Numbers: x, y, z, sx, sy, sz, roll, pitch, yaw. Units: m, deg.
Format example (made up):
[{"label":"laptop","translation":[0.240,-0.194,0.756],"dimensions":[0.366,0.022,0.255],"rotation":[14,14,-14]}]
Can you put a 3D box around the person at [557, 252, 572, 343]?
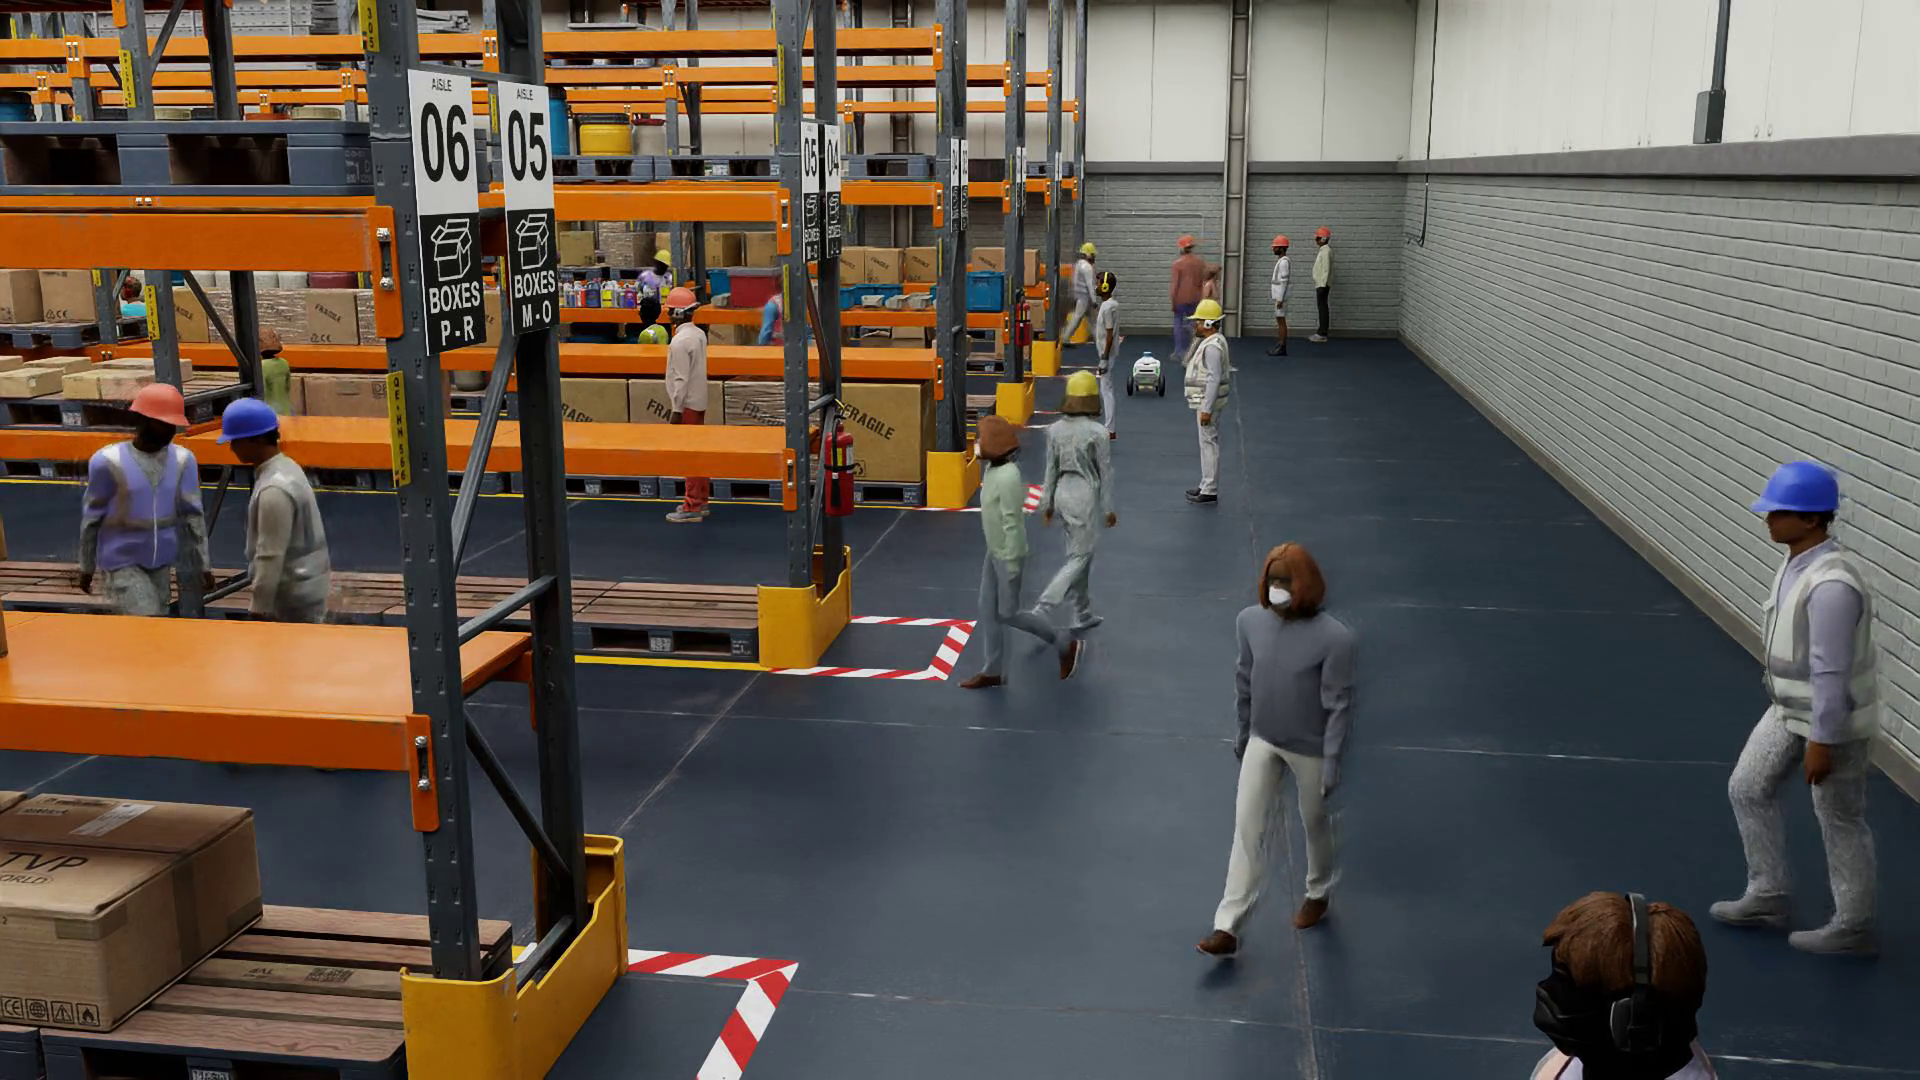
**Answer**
[{"label":"person","translation":[-6.762,-4.036,28.027],"dimensions":[0.488,1.618,0.555],"rotation":[-1,13,-3]}]

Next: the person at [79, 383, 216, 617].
[{"label":"person","translation":[-4.260,0.112,8.742],"dimensions":[0.809,1.871,0.561],"rotation":[8,15,33]}]

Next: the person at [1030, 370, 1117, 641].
[{"label":"person","translation":[0.689,-0.215,10.577],"dimensions":[0.759,1.715,0.478],"rotation":[-11,17,-41]}]

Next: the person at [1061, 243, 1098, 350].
[{"label":"person","translation":[2.100,-4.074,27.861],"dimensions":[0.954,1.783,0.619],"rotation":[-2,13,-8]}]

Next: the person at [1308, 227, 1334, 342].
[{"label":"person","translation":[6.365,-4.492,29.252],"dimensions":[0.381,1.994,0.622],"rotation":[2,13,8]}]

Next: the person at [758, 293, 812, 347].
[{"label":"person","translation":[-1.991,-2.147,19.141],"dimensions":[0.728,1.788,0.650],"rotation":[8,15,33]}]

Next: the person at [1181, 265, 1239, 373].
[{"label":"person","translation":[3.715,-3.297,24.777],"dimensions":[0.894,1.591,0.529],"rotation":[5,13,21]}]

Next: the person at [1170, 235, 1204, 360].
[{"label":"person","translation":[3.577,-3.793,26.127],"dimensions":[0.628,1.981,0.648],"rotation":[-6,14,-26]}]

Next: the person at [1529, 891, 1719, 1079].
[{"label":"person","translation":[1.039,1.452,2.771],"dimensions":[0.429,1.843,0.633],"rotation":[2,13,8]}]

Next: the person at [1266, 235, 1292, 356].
[{"label":"person","translation":[5.172,-3.949,26.933],"dimensions":[0.356,1.937,0.552],"rotation":[2,13,8]}]

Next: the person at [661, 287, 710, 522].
[{"label":"person","translation":[-2.330,-1.151,14.172],"dimensions":[0.381,1.994,0.622],"rotation":[2,13,8]}]

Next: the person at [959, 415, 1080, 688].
[{"label":"person","translation":[0.336,0.080,9.505],"dimensions":[0.612,1.610,0.512],"rotation":[-3,13,-12]}]

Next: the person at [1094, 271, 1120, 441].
[{"label":"person","translation":[1.603,-2.033,18.438],"dimensions":[0.320,1.871,0.533],"rotation":[2,13,8]}]

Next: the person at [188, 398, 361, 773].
[{"label":"person","translation":[-3.363,0.262,8.018],"dimensions":[0.985,1.891,0.621],"rotation":[-5,13,-20]}]

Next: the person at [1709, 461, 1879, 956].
[{"label":"person","translation":[3.204,0.651,6.248],"dimensions":[0.647,1.905,0.610],"rotation":[1,13,6]}]

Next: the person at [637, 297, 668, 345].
[{"label":"person","translation":[-3.143,-1.635,17.036],"dimensions":[0.316,1.696,0.540],"rotation":[2,13,8]}]

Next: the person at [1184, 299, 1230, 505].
[{"label":"person","translation":[2.206,-1.233,14.912],"dimensions":[0.404,1.832,0.600],"rotation":[2,13,8]}]

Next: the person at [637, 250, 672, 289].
[{"label":"person","translation":[-4.394,-3.233,23.887],"dimensions":[0.672,1.865,0.910],"rotation":[-6,14,-25]}]

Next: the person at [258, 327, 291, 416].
[{"label":"person","translation":[-5.953,-1.020,14.404],"dimensions":[0.278,1.633,0.507],"rotation":[2,13,8]}]

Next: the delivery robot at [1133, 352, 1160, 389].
[{"label":"delivery robot","translation":[2.514,-2.283,22.348],"dimensions":[0.477,0.478,0.707],"rotation":[2,13,8]}]

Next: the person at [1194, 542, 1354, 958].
[{"label":"person","translation":[1.219,0.796,6.286],"dimensions":[0.522,1.581,0.843],"rotation":[10,16,37]}]
